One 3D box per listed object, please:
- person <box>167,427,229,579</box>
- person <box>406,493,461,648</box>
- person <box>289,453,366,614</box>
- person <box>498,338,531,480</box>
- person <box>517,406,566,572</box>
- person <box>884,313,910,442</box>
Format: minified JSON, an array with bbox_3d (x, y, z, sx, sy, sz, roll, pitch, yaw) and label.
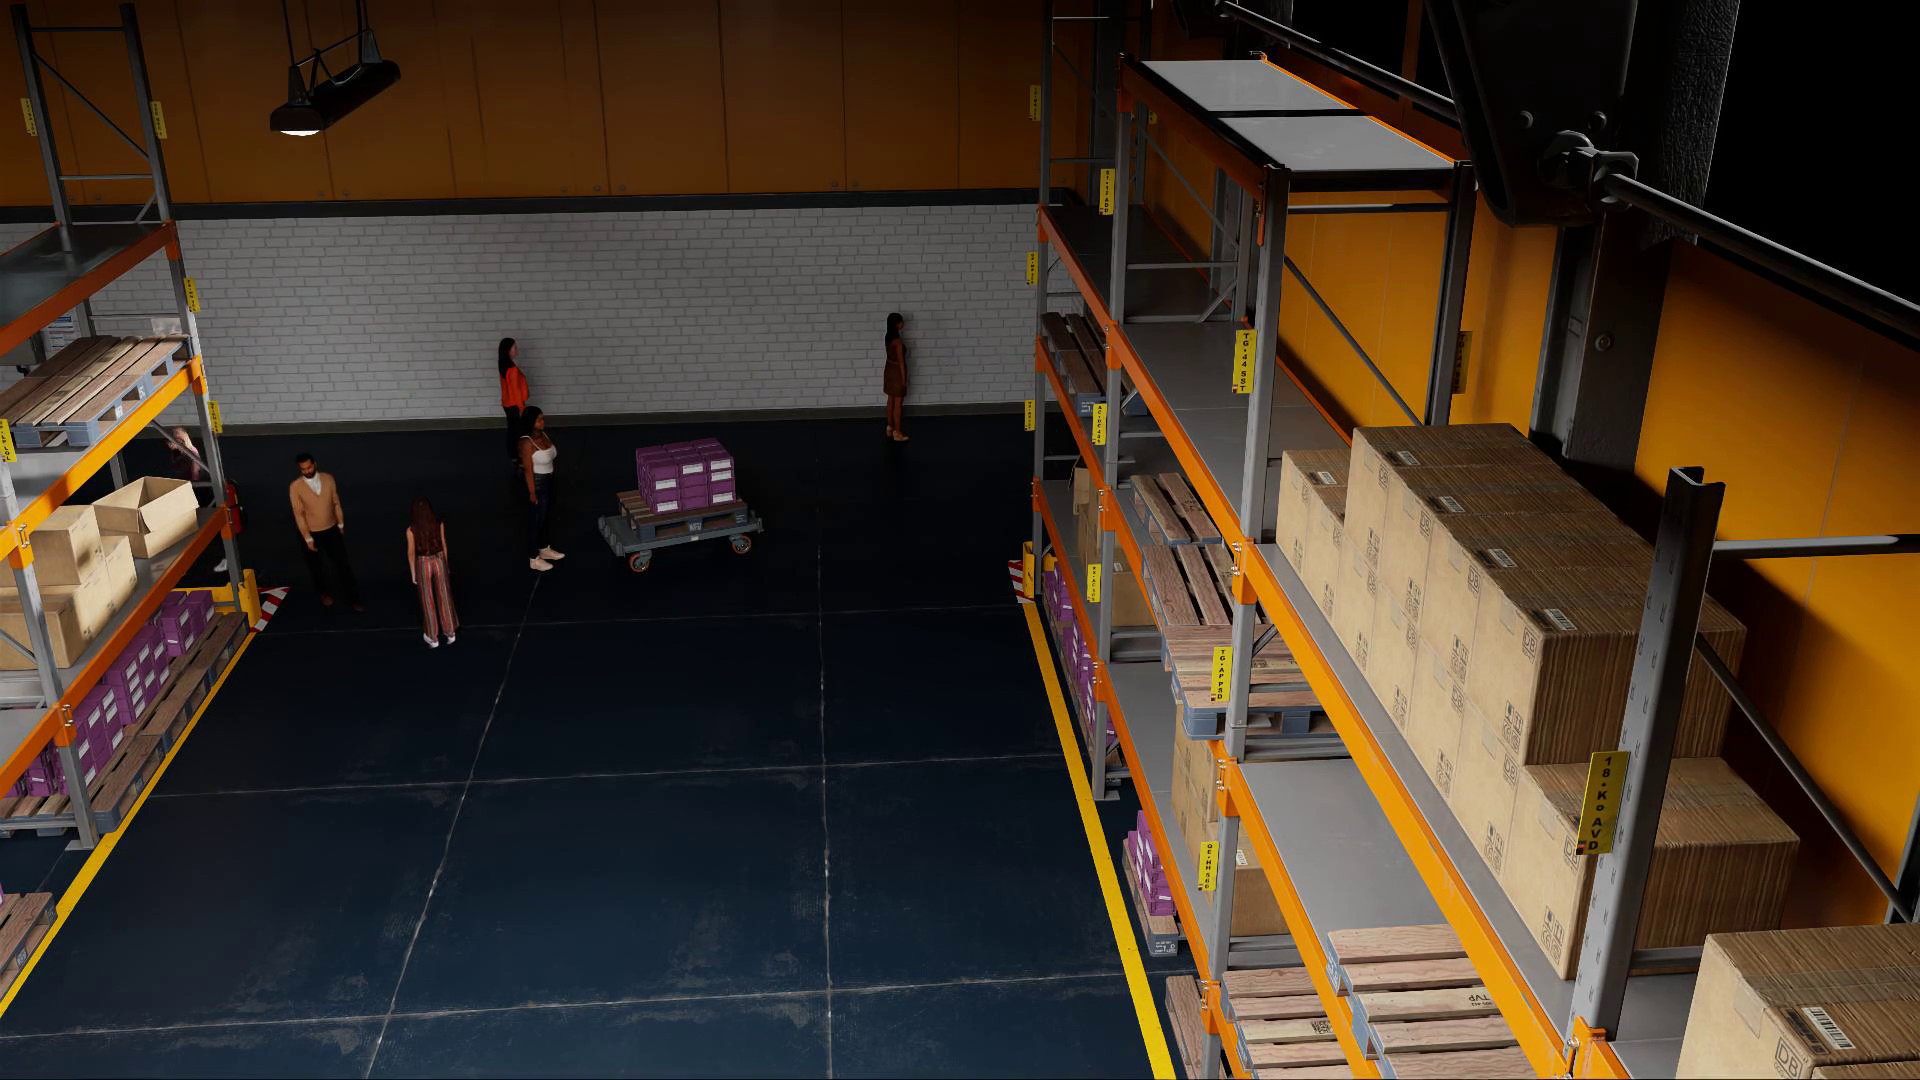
[{"bbox_3d":[-7.983,-0.411,17.621,1.024,1.665,1.071,19,30,36],"label":"person"},{"bbox_3d":[-5.143,0.271,16.191,0.623,1.562,0.638,-13,27,-28],"label":"person"},{"bbox_3d":[-6.521,-0.090,16.833,1.048,1.709,1.185,-19,30,-36],"label":"person"},{"bbox_3d":[-5.436,-1.614,20.268,0.762,1.749,0.643,-14,27,-29],"label":"person"},{"bbox_3d":[-4.523,-0.579,17.827,0.771,1.808,0.636,5,24,11],"label":"person"},{"bbox_3d":[-0.832,-2.118,21.495,0.688,1.690,0.556,-11,26,-24],"label":"person"}]
